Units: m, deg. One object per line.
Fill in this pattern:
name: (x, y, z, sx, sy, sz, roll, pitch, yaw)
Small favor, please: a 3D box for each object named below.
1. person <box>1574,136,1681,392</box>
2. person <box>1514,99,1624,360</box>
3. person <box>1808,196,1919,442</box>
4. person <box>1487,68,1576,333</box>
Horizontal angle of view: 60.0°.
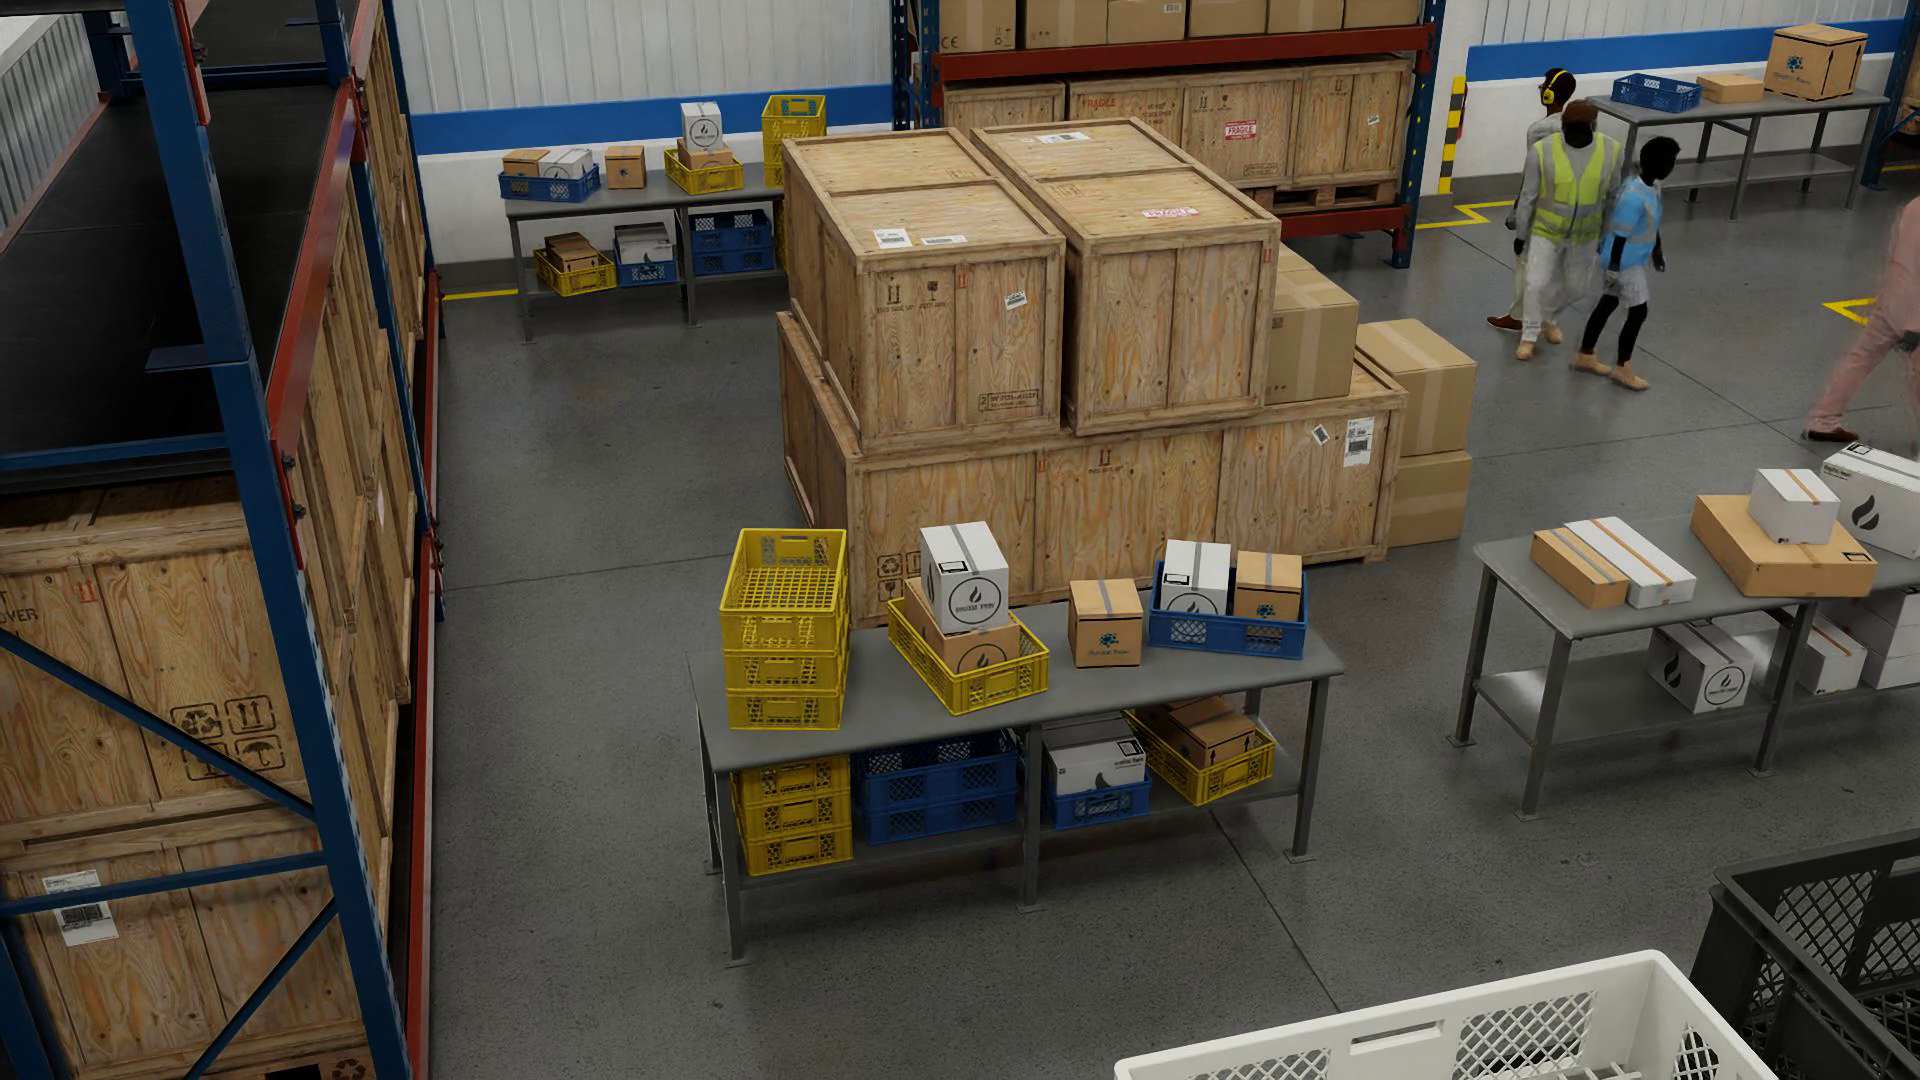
person: (4.480, -1.822, 10.951, 0.635, 1.667, 0.535, 14, 32, 24)
person: (4.115, -2.126, 11.366, 0.660, 1.811, 0.559, 4, 29, 8)
person: (5.814, -1.402, 10.005, 0.986, 1.850, 0.689, 0, 29, 1)
person: (4.098, -2.398, 11.792, 0.513, 1.876, 0.328, -17, 33, -28)
